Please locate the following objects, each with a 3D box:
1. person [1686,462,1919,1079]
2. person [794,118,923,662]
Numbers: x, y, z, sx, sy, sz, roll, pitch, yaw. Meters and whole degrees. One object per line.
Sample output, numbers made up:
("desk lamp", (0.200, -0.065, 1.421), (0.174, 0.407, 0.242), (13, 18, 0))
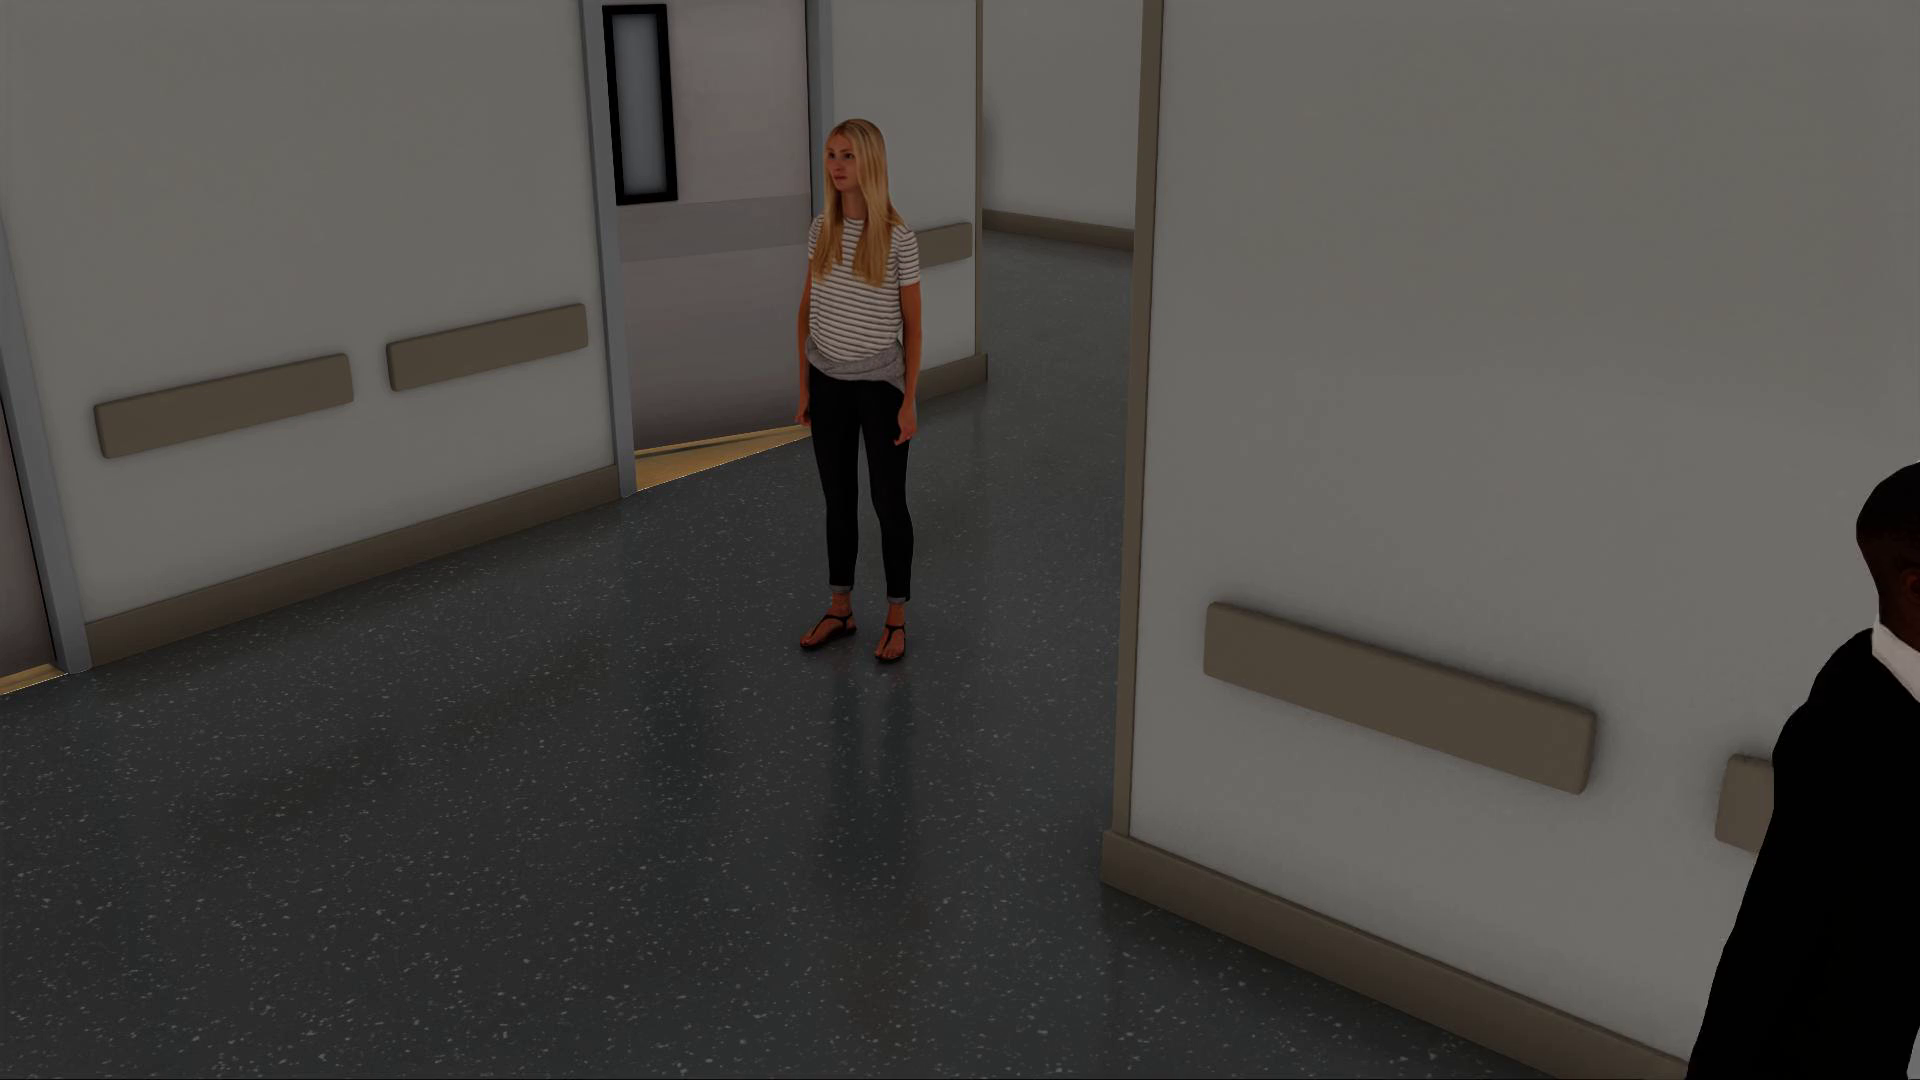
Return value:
("person", (1.168, 0.720, 2.501), (0.753, 1.775, 1.147), (14, 25, 32))
("person", (-0.333, -0.494, 5.634), (0.654, 1.827, 0.623), (8, 22, 21))
